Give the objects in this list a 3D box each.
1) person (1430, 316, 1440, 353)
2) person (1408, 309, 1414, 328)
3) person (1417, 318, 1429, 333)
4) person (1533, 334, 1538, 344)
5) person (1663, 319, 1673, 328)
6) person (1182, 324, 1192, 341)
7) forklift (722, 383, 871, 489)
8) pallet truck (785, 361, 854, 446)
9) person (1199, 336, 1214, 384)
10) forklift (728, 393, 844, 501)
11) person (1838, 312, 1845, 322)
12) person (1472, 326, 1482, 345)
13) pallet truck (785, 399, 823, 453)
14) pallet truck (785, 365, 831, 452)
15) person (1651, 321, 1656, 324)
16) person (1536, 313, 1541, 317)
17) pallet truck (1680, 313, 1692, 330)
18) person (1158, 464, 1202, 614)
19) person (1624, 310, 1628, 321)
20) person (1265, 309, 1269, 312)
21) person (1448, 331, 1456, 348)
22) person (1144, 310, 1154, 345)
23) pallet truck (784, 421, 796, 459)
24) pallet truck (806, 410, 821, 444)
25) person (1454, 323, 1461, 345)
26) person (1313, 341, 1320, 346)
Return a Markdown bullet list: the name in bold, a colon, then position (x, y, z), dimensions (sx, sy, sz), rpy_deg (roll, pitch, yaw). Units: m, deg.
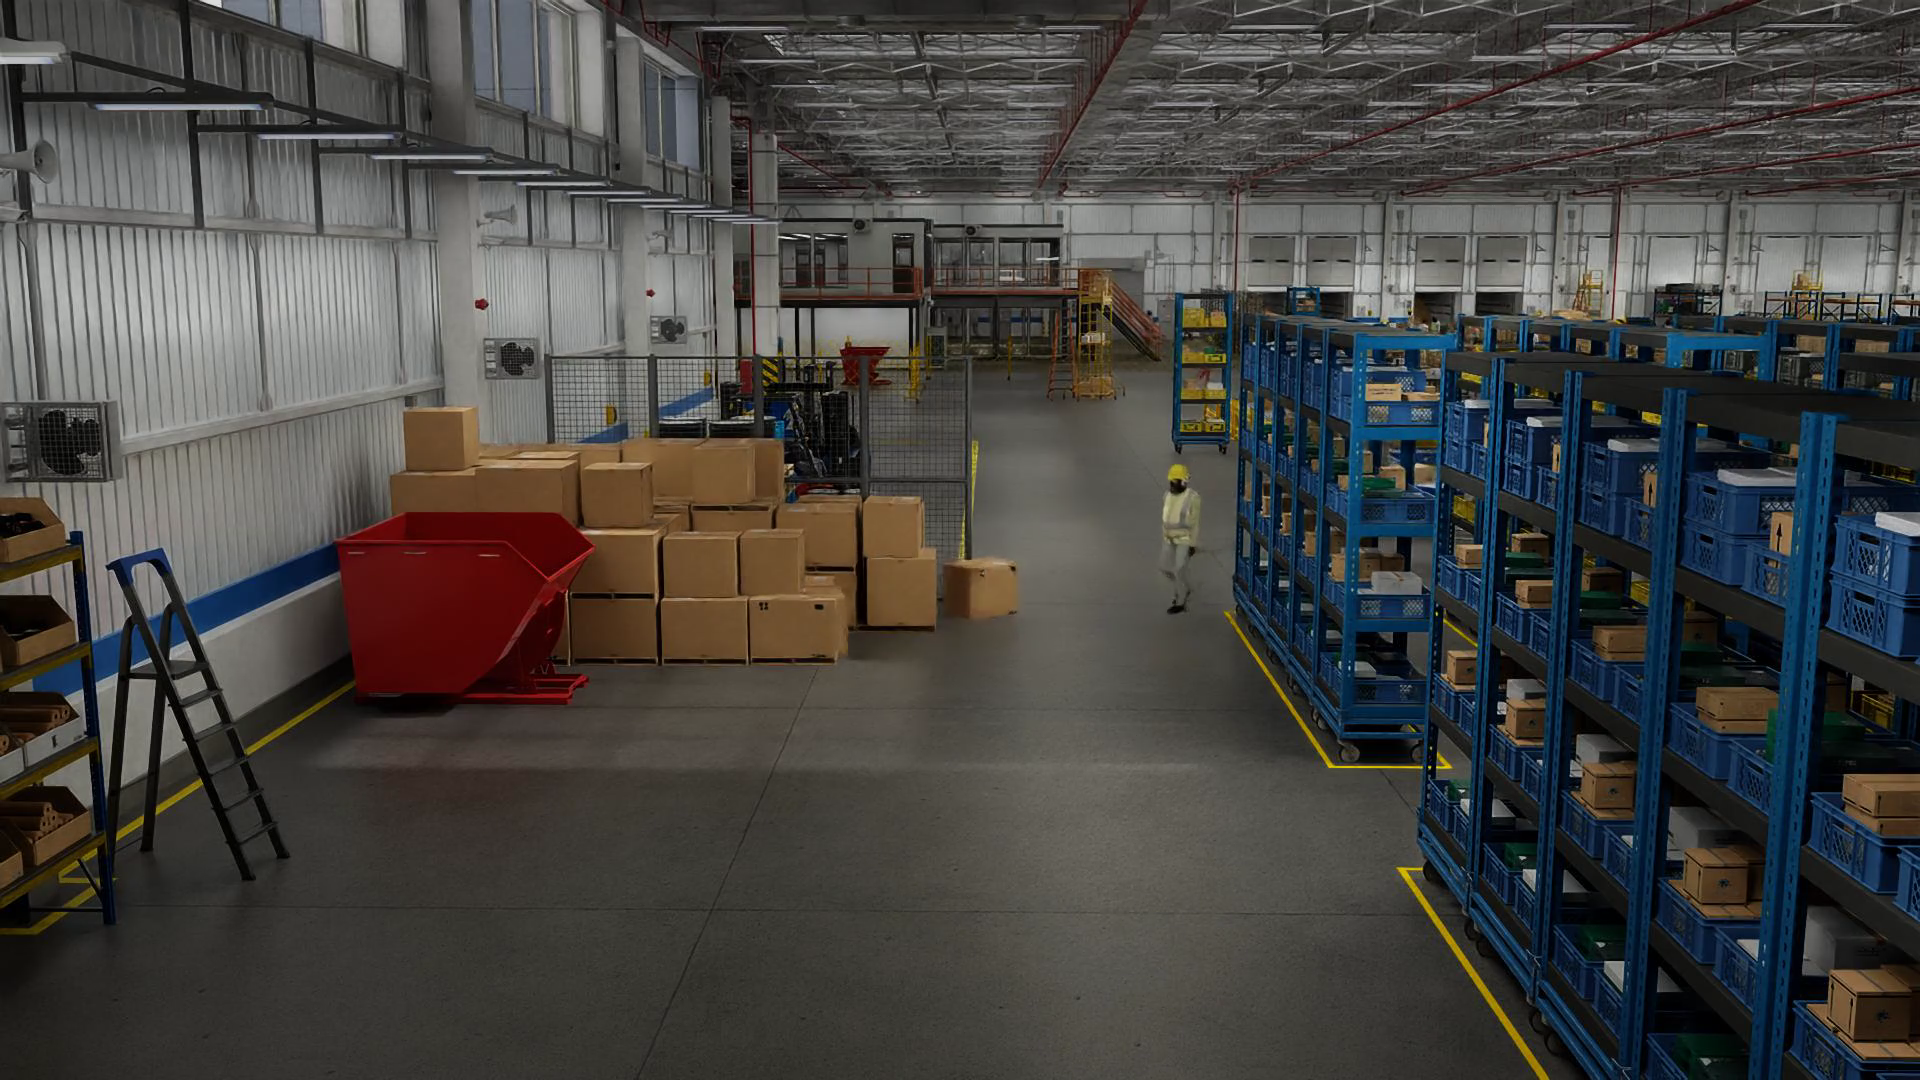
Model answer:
- **person**: position (23.573, -10.188, 82.609), dimensions (0.429, 1.839, 0.634), rpy_deg (-2, 9, -13)
- **person**: position (25.681, -12.218, 94.890), dimensions (0.398, 1.920, 0.586), rpy_deg (4, 10, 24)
- **person**: position (21.711, -9.438, 77.836), dimensions (1.045, 1.883, 0.648), rpy_deg (-5, 10, -27)
- **person**: position (21.927, -7.306, 64.212), dimensions (0.682, 2.000, 0.537), rpy_deg (6, 11, 33)
- **person**: position (33.441, -9.523, 78.554), dimensions (0.553, 1.827, 0.631), rpy_deg (-3, 10, -18)
- **person**: position (13.247, -12.589, 97.256), dimensions (0.791, 1.902, 0.558), rpy_deg (-5, 11, -30)
- **forklift**: position (-2.893, -1.687, 28.729), dimensions (2.680, 1.987, 1.157), rpy_deg (0, 9, -1)
- **pallet truck**: position (-3.410, -3.193, 38.978), dimensions (1.885, 1.965, 0.823), rpy_deg (0, 9, -1)
- **person**: position (8.930, -6.462, 59.890), dimensions (0.447, 1.750, 0.545), rpy_deg (6, 11, 34)
- **forklift**: position (-2.979, -1.316, 26.476), dimensions (2.680, 1.987, 1.157), rpy_deg (0, 9, 1)
- **person**: position (48.467, -11.648, 91.476), dimensions (0.354, 1.887, 0.573), rpy_deg (4, 10, 22)
- **person**: position (27.488, -11.012, 88.210), dimensions (0.719, 1.668, 0.542), rpy_deg (-4, 10, -24)
- **pallet truck**: position (-3.814, -2.432, 36.419), dimensions (1.630, 1.274, 0.653), rpy_deg (0, 9, 1)
- **pallet truck**: position (-3.774, -2.976, 37.635), dimensions (1.885, 1.965, 0.823), rpy_deg (1, 9, 5)
- **person**: position (31.297, -8.993, 75.239), dimensions (0.433, 1.838, 0.578), rpy_deg (9, 13, 43)
- **person**: position (31.938, -11.634, 91.796), dimensions (0.528, 1.745, 0.539), rpy_deg (-1, 9, -3)
- **pallet truck**: position (36.315, -10.531, 84.244), dimensions (0.823, 1.965, 1.885), rpy_deg (-6, 11, -33)
- **person**: position (2.627, -0.014, 19.926), dimensions (0.418, 1.818, 0.595), rpy_deg (-7, 12, -38)
- **person**: position (36.628, -11.748, 91.795), dimensions (0.651, 1.975, 0.670), rpy_deg (-2, 9, -12)
- **person**: position (16.815, -11.672, 91.316), dimensions (0.610, 1.985, 0.392), rpy_deg (7, 11, 35)
- **person**: position (18.220, -6.852, 61.961), dimensions (0.525, 1.870, 0.580), rpy_deg (2, 9, 13)
- **person**: position (10.512, -11.751, 91.989), dimensions (0.646, 1.917, 0.815), rpy_deg (5, 10, 28)
- **pallet truck**: position (-4.013, -1.793, 32.705), dimensions (1.601, 1.201, 0.680), rpy_deg (0, 9, 1)
- **pallet truck**: position (-3.559, -2.018, 33.905), dimensions (1.522, 1.261, 0.704), rpy_deg (0, 9, -1)
- **person**: position (20.318, -7.852, 67.712), dimensions (1.050, 1.989, 0.633), rpy_deg (0, 9, -3)
- **person**: position (16.214, -9.032, 75.267), dimensions (0.824, 1.896, 0.607), rpy_deg (-7, 12, -39)
